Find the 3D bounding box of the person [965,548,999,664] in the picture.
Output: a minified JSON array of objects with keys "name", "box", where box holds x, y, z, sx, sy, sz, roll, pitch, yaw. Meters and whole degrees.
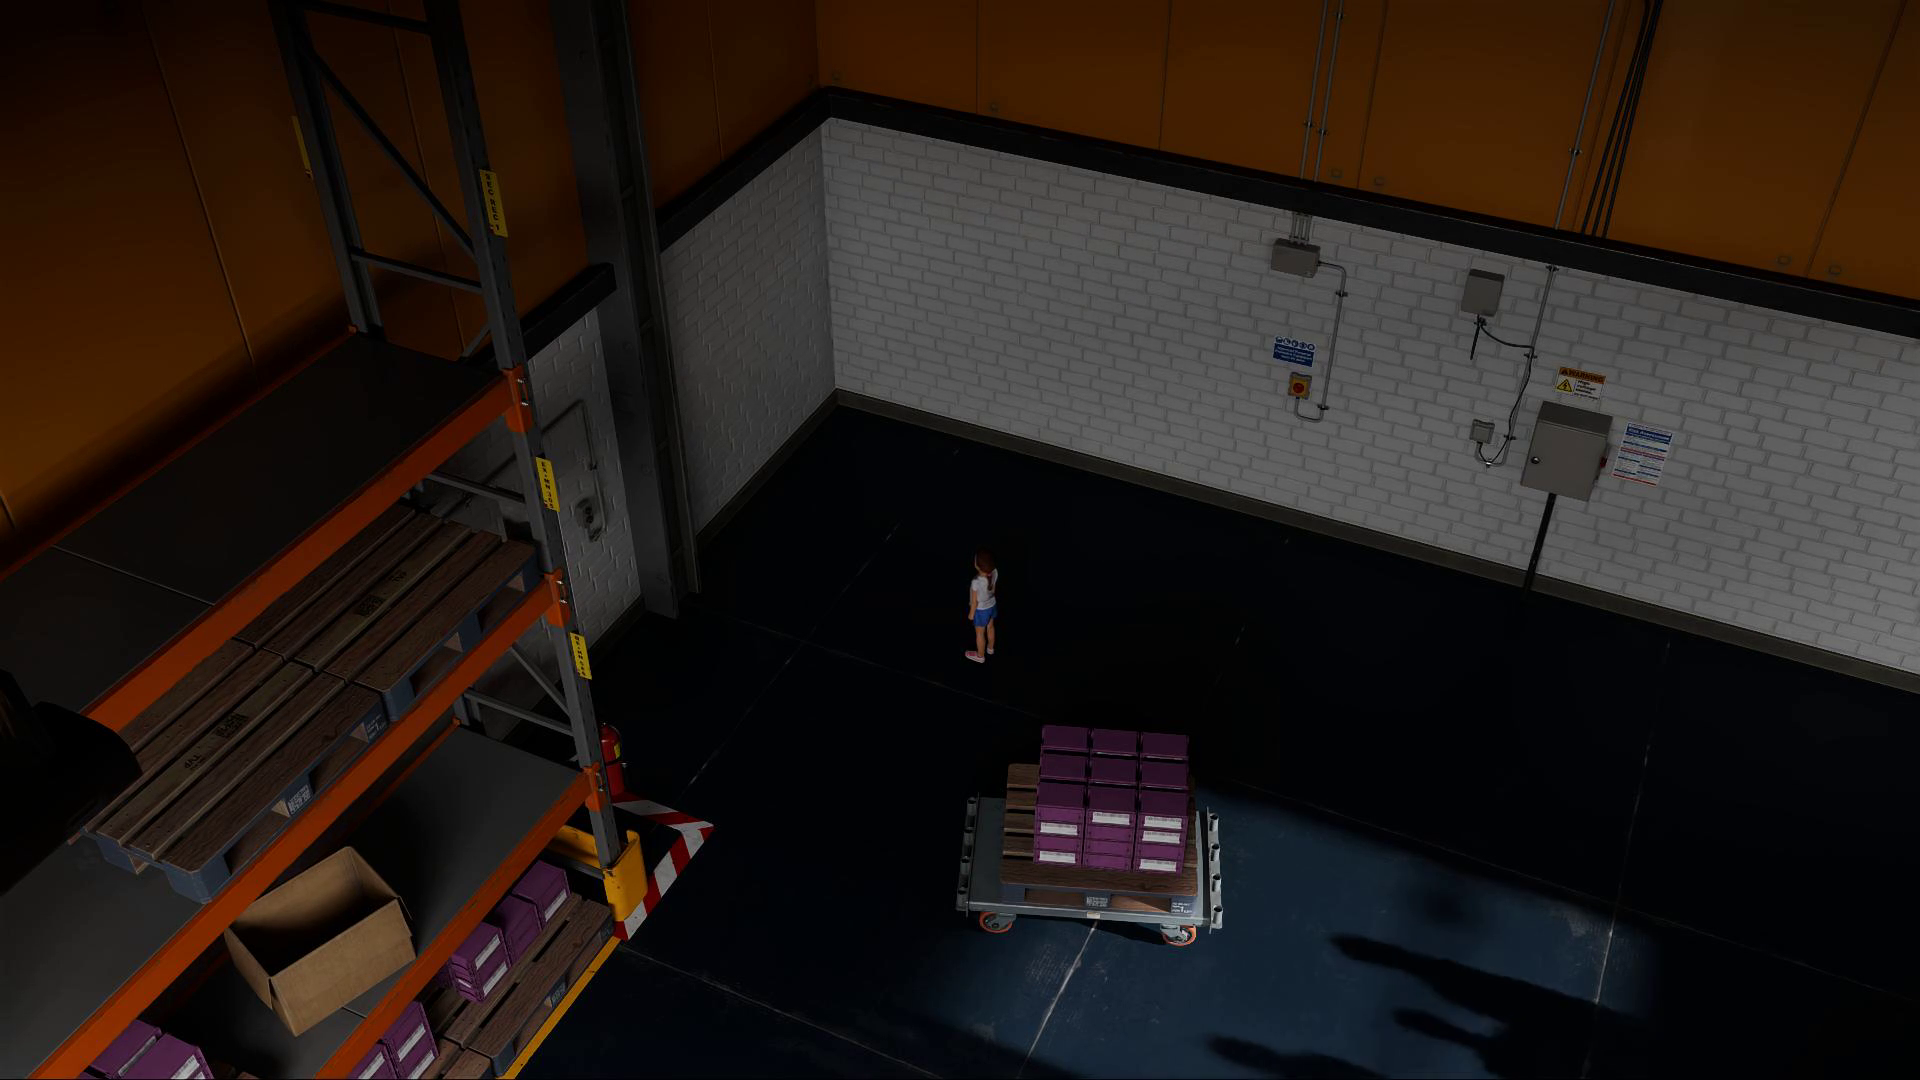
[{"name":"person","box":[0.173,0.473,12.284,0.526,1.019,0.419,29,47,31]}]
